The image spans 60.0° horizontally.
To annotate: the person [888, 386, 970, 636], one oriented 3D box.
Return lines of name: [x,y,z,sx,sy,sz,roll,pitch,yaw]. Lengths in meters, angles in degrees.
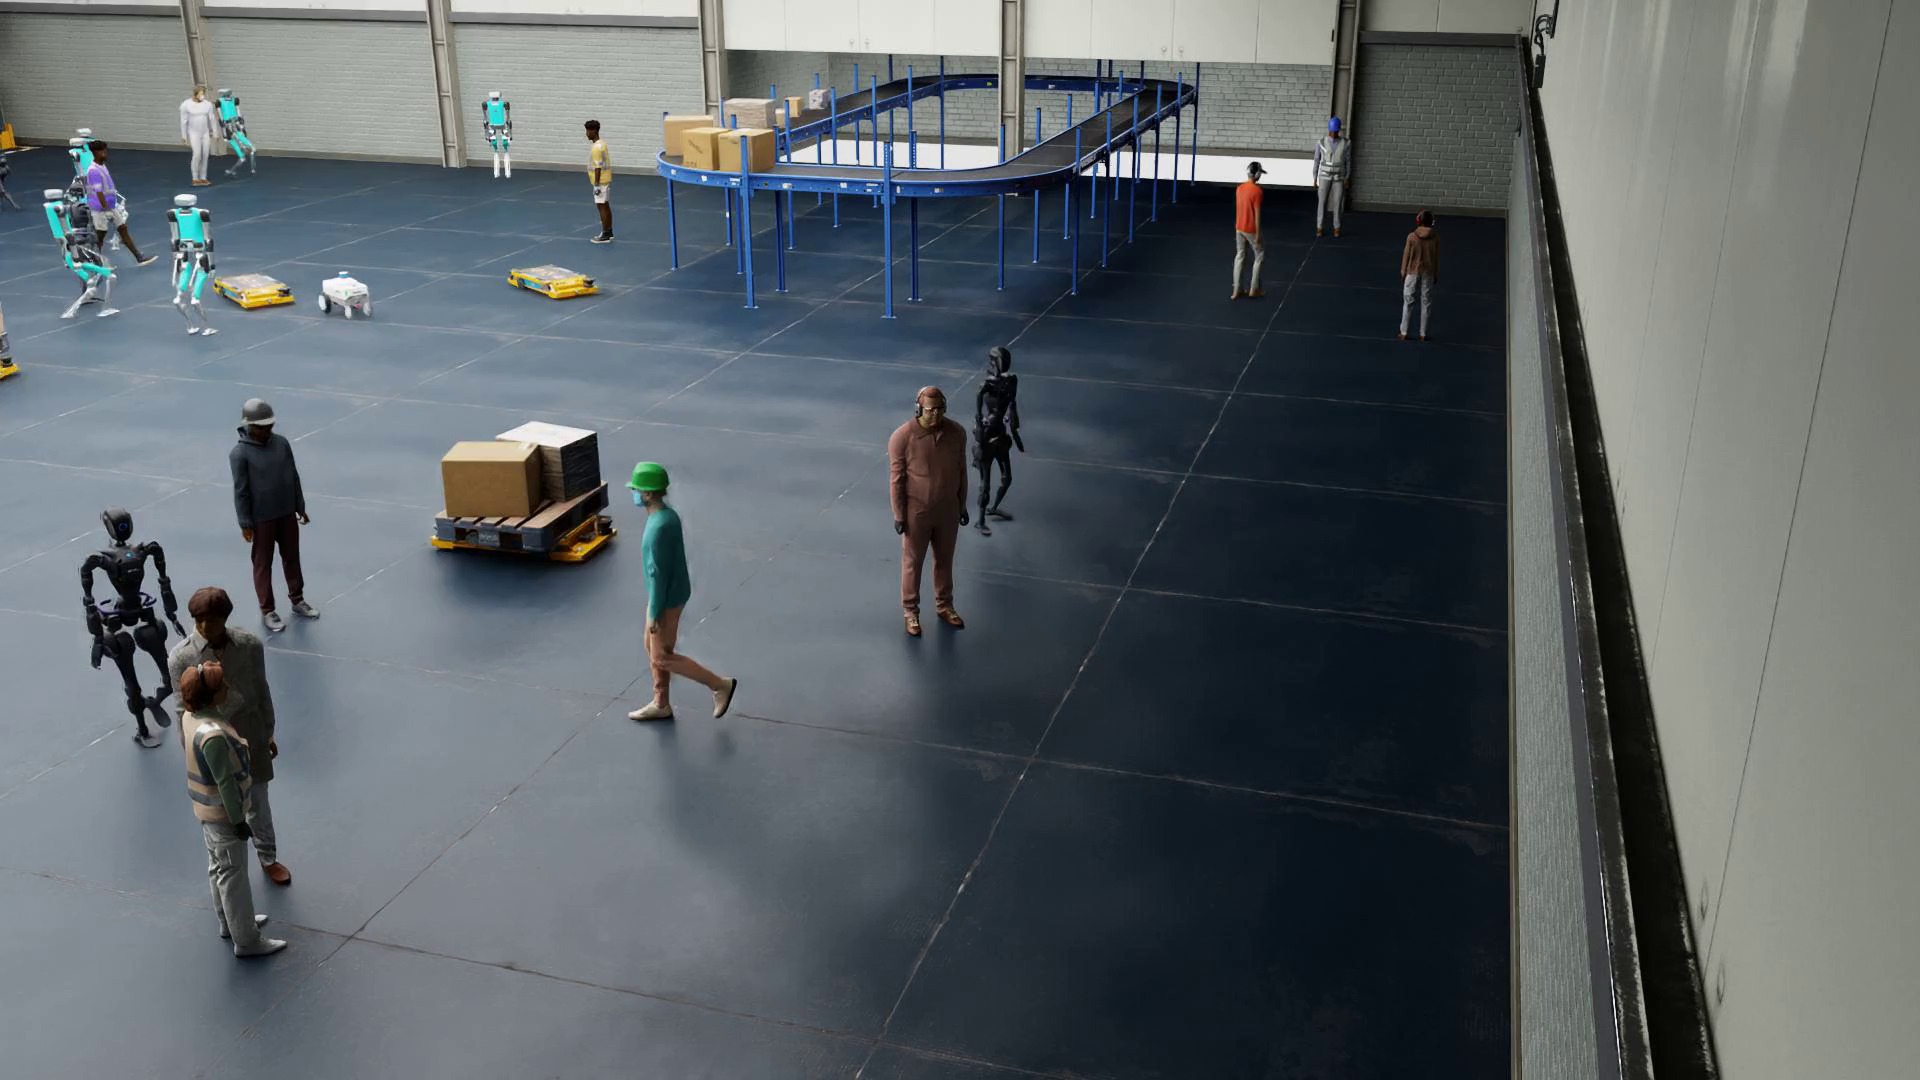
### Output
person: [-0.212,-0.228,12.495,0.641,1.908,0.413,-10,23,-25]

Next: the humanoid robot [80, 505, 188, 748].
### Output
humanoid robot: [-5.366,0.553,10.783,0.380,1.643,0.599,17,27,38]

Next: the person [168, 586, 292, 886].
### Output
person: [-4.003,1.109,9.137,0.504,1.828,0.369,-16,26,-35]

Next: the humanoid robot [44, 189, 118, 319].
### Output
humanoid robot: [-11.526,-3.763,21.905,0.927,1.756,0.563,-19,28,-40]

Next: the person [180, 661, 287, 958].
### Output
person: [-3.824,1.395,8.649,0.308,1.641,0.514,-15,26,-34]

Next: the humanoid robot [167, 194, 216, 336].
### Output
humanoid robot: [-9.763,-3.444,21.044,0.533,1.756,0.747,0,21,1]

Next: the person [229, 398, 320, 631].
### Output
person: [-5.205,-0.209,12.587,0.380,1.805,0.552,15,26,34]

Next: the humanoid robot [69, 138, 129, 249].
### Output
humanoid robot: [-13.544,-5.473,26.342,0.785,1.779,0.536,-5,22,-13]

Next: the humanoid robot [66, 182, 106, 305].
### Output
humanoid robot: [-11.994,-4.043,22.722,0.609,1.641,0.397,12,24,28]

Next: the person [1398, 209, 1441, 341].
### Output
person: [5.766,-3.309,20.842,0.464,1.647,0.318,3,21,7]

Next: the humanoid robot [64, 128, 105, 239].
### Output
humanoid robot: [-14.415,-5.800,27.180,0.562,1.759,0.765,17,27,37]

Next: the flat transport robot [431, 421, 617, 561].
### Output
flat transport robot: [-3.757,-0.068,14.355,1.431,0.231,0.659,6,22,14]

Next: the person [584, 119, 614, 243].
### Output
person: [-5.823,-5.797,26.873,0.371,1.958,0.602,-1,21,-2]

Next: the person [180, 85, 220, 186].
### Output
person: [-14.672,-7.814,32.170,0.528,1.905,0.670,16,26,35]

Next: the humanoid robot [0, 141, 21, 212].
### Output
humanoid robot: [-17.120,-6.647,29.565,0.754,1.629,0.592,8,22,19]

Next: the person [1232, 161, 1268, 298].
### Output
person: [4.065,-4.305,23.088,0.594,1.888,0.520,-16,26,-36]

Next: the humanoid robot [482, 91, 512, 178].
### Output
humanoid robot: [-9.015,-7.954,32.580,0.533,1.677,0.735,-3,21,-8]

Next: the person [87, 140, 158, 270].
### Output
person: [-12.602,-4.983,24.791,0.956,1.925,0.633,-4,21,-11]

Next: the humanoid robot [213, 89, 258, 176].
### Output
humanoid robot: [-14.307,-8.041,32.991,0.967,1.740,0.544,12,24,29]

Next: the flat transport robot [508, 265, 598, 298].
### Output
flat transport robot: [-5.828,-3.690,23.749,0.659,0.231,1.431,-18,27,-38]

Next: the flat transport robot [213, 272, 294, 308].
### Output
flat transport robot: [-9.888,-3.492,23.234,0.659,0.231,1.431,-17,27,-36]

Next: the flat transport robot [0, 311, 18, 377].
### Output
flat transport robot: [-11.829,-1.977,19.306,1.431,0.231,0.659,2,21,5]

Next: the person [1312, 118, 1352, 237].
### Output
person: [6.103,-5.960,27.331,0.618,1.933,0.413,2,21,5]

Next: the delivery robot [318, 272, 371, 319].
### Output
delivery robot: [-8.247,-3.310,22.332,0.746,0.570,0.499,20,28,41]

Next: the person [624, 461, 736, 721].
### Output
person: [-1.894,0.369,11.014,0.663,1.852,0.539,-2,21,-6]

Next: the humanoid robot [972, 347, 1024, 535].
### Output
humanoid robot: [0.287,-0.900,14.549,0.386,1.639,0.590,16,26,36]
